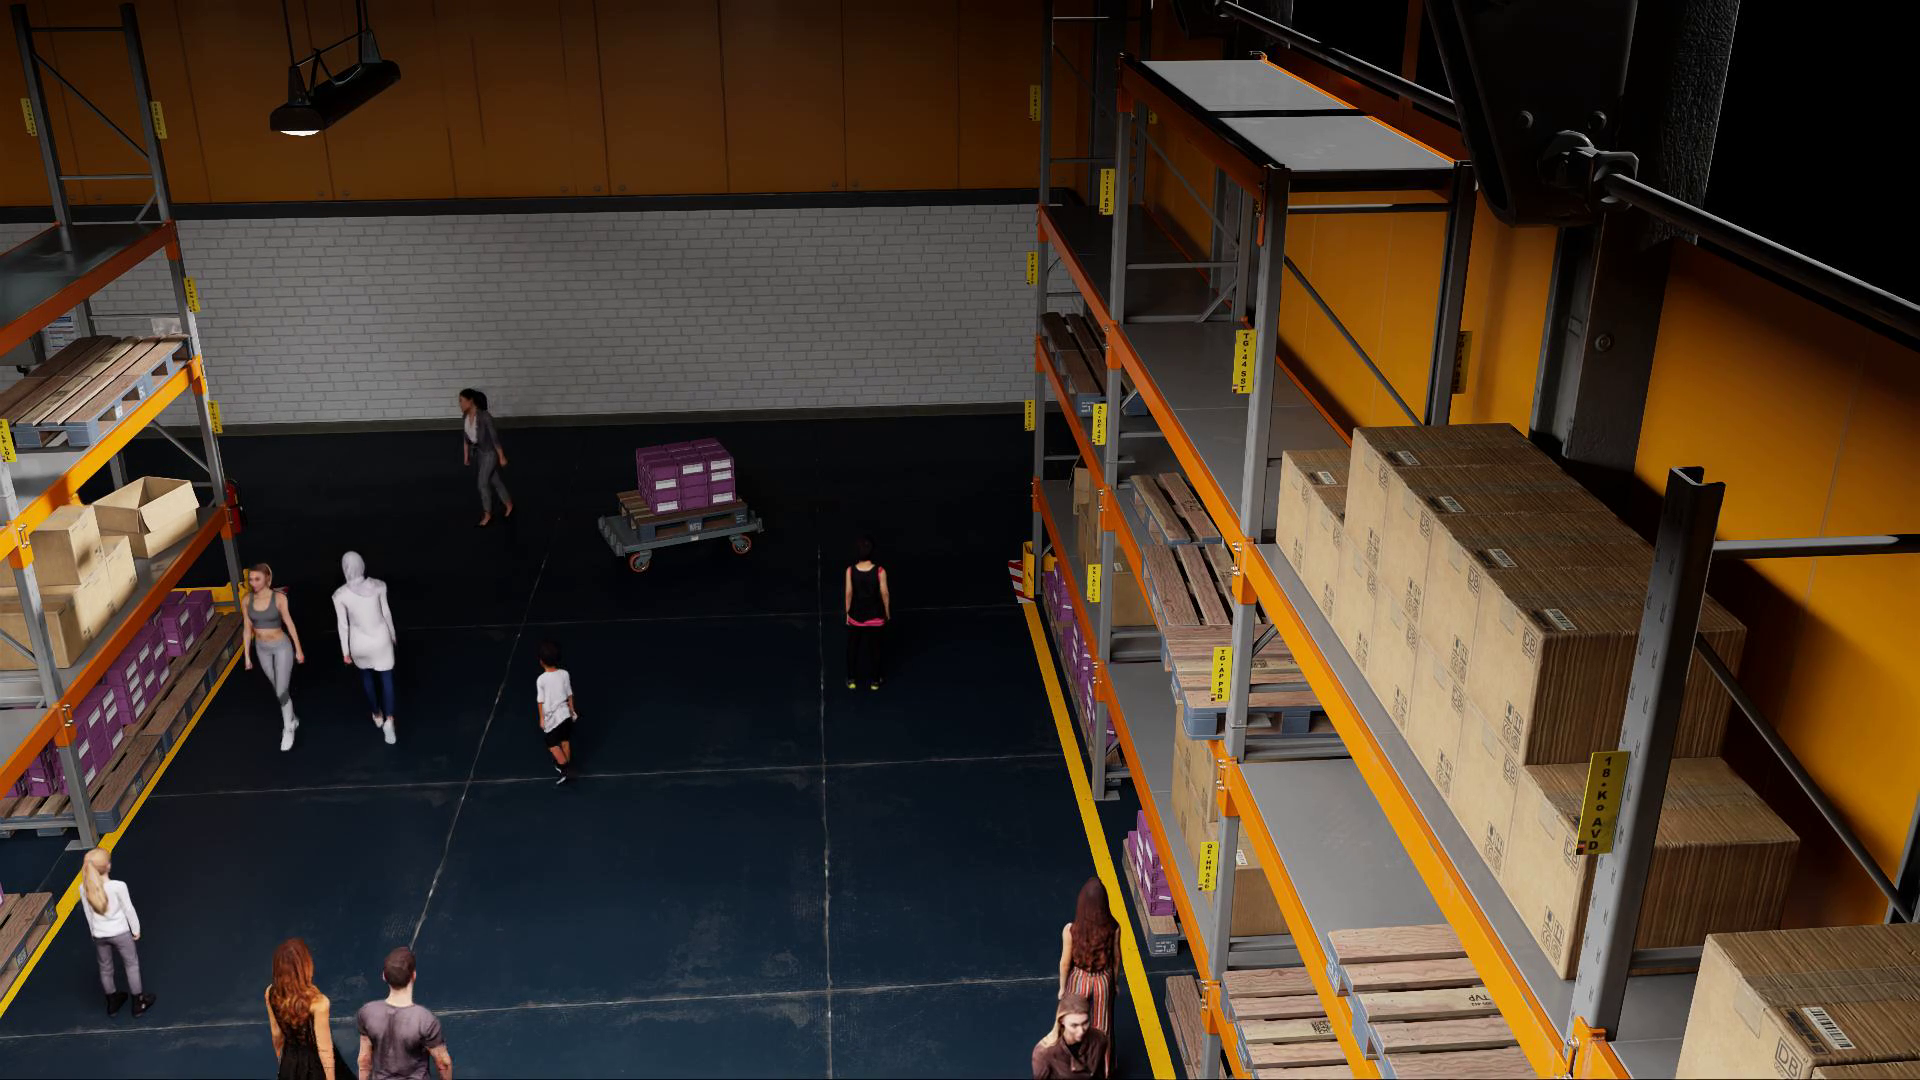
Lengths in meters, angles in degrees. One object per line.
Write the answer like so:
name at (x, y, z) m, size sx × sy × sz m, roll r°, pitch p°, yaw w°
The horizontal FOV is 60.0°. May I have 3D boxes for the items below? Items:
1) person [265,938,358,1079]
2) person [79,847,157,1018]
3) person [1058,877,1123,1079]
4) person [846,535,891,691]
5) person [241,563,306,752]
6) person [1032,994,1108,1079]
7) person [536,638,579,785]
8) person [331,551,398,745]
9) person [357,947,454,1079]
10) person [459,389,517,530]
person at (-3.710, 3.111, 9.389) m, size 0.786 × 1.807 × 1.170 m, roll 3°, pitch 24°, yaw 8°
person at (-5.692, 2.631, 11.147) m, size 0.483 × 1.276 × 0.487 m, roll -1°, pitch 24°, yaw -2°
person at (0.818, 2.787, 10.435) m, size 0.549 × 1.562 × 0.509 m, roll -3°, pitch 24°, yaw -6°
person at (-0.861, 0.686, 15.256) m, size 0.630 × 1.550 × 0.625 m, roll 3°, pitch 24°, yaw 7°
person at (-5.938, 0.946, 14.493) m, size 0.656 × 1.685 × 0.800 m, roll 1°, pitch 24°, yaw 3°
person at (0.597, 3.222, 9.262) m, size 0.662 × 1.704 × 0.611 m, roll -10°, pitch 25°, yaw -21°
person at (-3.344, 1.455, 13.885) m, size 0.769 × 1.239 × 0.700 m, roll 20°, pitch 31°, yaw 38°
person at (-5.088, 0.952, 14.395) m, size 0.798 × 1.751 × 1.108 m, roll -9°, pitch 25°, yaw -19°
person at (-3.127, 3.173, 9.222) m, size 0.801 × 1.826 × 0.899 m, roll 3°, pitch 24°, yaw 7°
person at (-5.293, -0.944, 18.884) m, size 0.914 × 1.631 × 0.965 m, roll 16°, pitch 28°, yaw 32°
